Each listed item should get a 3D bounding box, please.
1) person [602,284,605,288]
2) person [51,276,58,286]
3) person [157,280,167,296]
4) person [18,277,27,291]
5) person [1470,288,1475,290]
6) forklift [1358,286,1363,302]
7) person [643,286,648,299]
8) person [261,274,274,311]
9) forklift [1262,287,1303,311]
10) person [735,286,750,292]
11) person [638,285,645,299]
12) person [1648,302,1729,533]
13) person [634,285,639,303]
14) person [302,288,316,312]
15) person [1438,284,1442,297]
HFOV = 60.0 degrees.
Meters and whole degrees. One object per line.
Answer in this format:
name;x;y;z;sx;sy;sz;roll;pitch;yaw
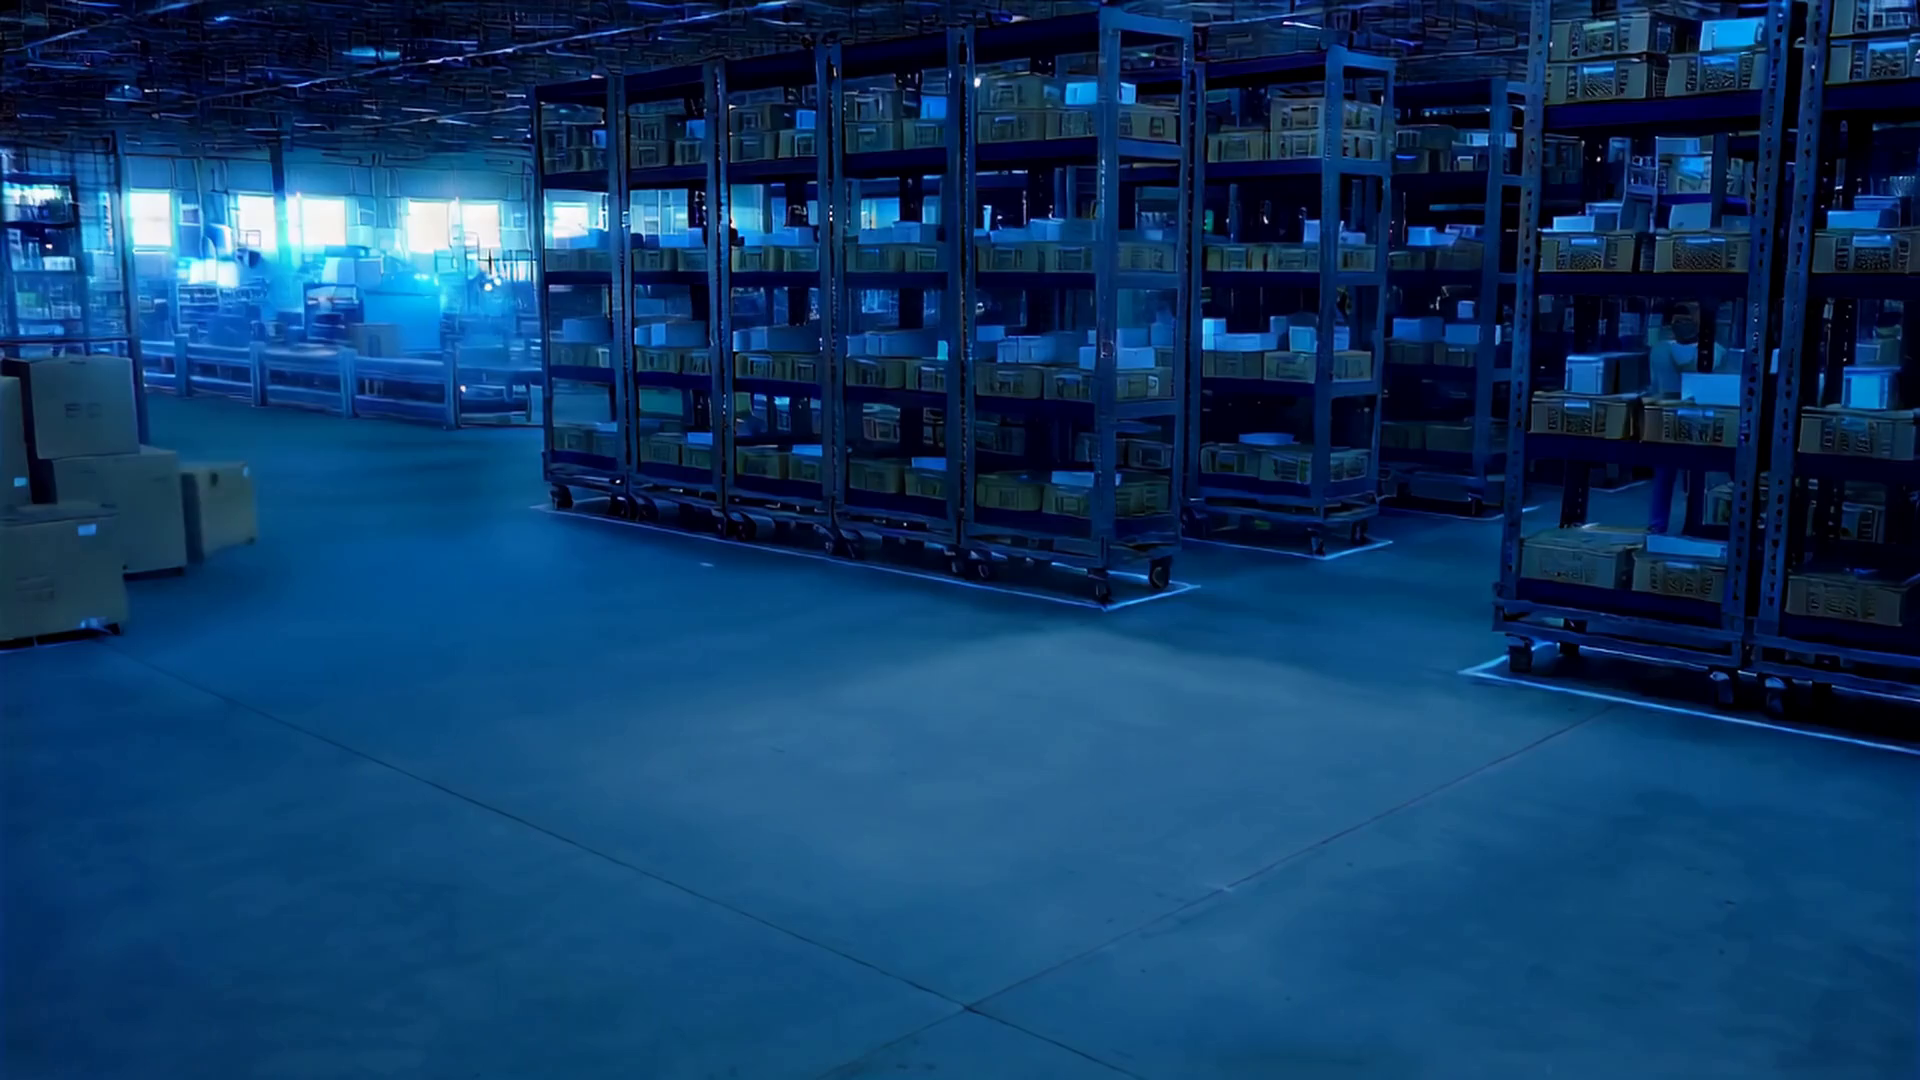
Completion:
person;-16.296;-11.075;75.082;0.551;1.817;0.997;1;9;5
person;-40.441;-10.968;74.469;0.875;1.811;0.630;-8;12;-40
person;-26.593;-7.795;55.299;0.933;1.717;0.521;-5;11;-30
person;-44.770;-11.914;79.692;0.375;1.997;0.611;8;12;41
person;19.669;-9.089;63.631;0.877;1.583;0.509;-5;10;-27
forklift;11.100;-7.017;46.970;1.873;2.768;1.129;9;13;43
person;-12.734;-9.677;67.059;0.309;1.645;0.514;-2;10;-14
person;-23.638;-8.100;56.638;0.531;1.888;0.641;-9;13;-42
forklift;10.769;-8.203;54.240;1.129;2.768;1.873;8;12;42
person;-8.303;-9.247;63.703;0.557;1.878;0.974;-3;10;-17
person;-11.594;-8.689;61.111;0.787;1.596;0.532;-2;9;-12
person;5.190;-0.781;11.920;0.391;1.838;0.563;-9;13;-43
person;-16.559;-12.882;85.494;1.023;2.000;0.703;8;12;40
person;-22.394;-8.232;57.431;0.559;1.908;0.748;4;10;23
person;13.224;-6.429;46.699;0.899;1.788;0.623;8;12;40
